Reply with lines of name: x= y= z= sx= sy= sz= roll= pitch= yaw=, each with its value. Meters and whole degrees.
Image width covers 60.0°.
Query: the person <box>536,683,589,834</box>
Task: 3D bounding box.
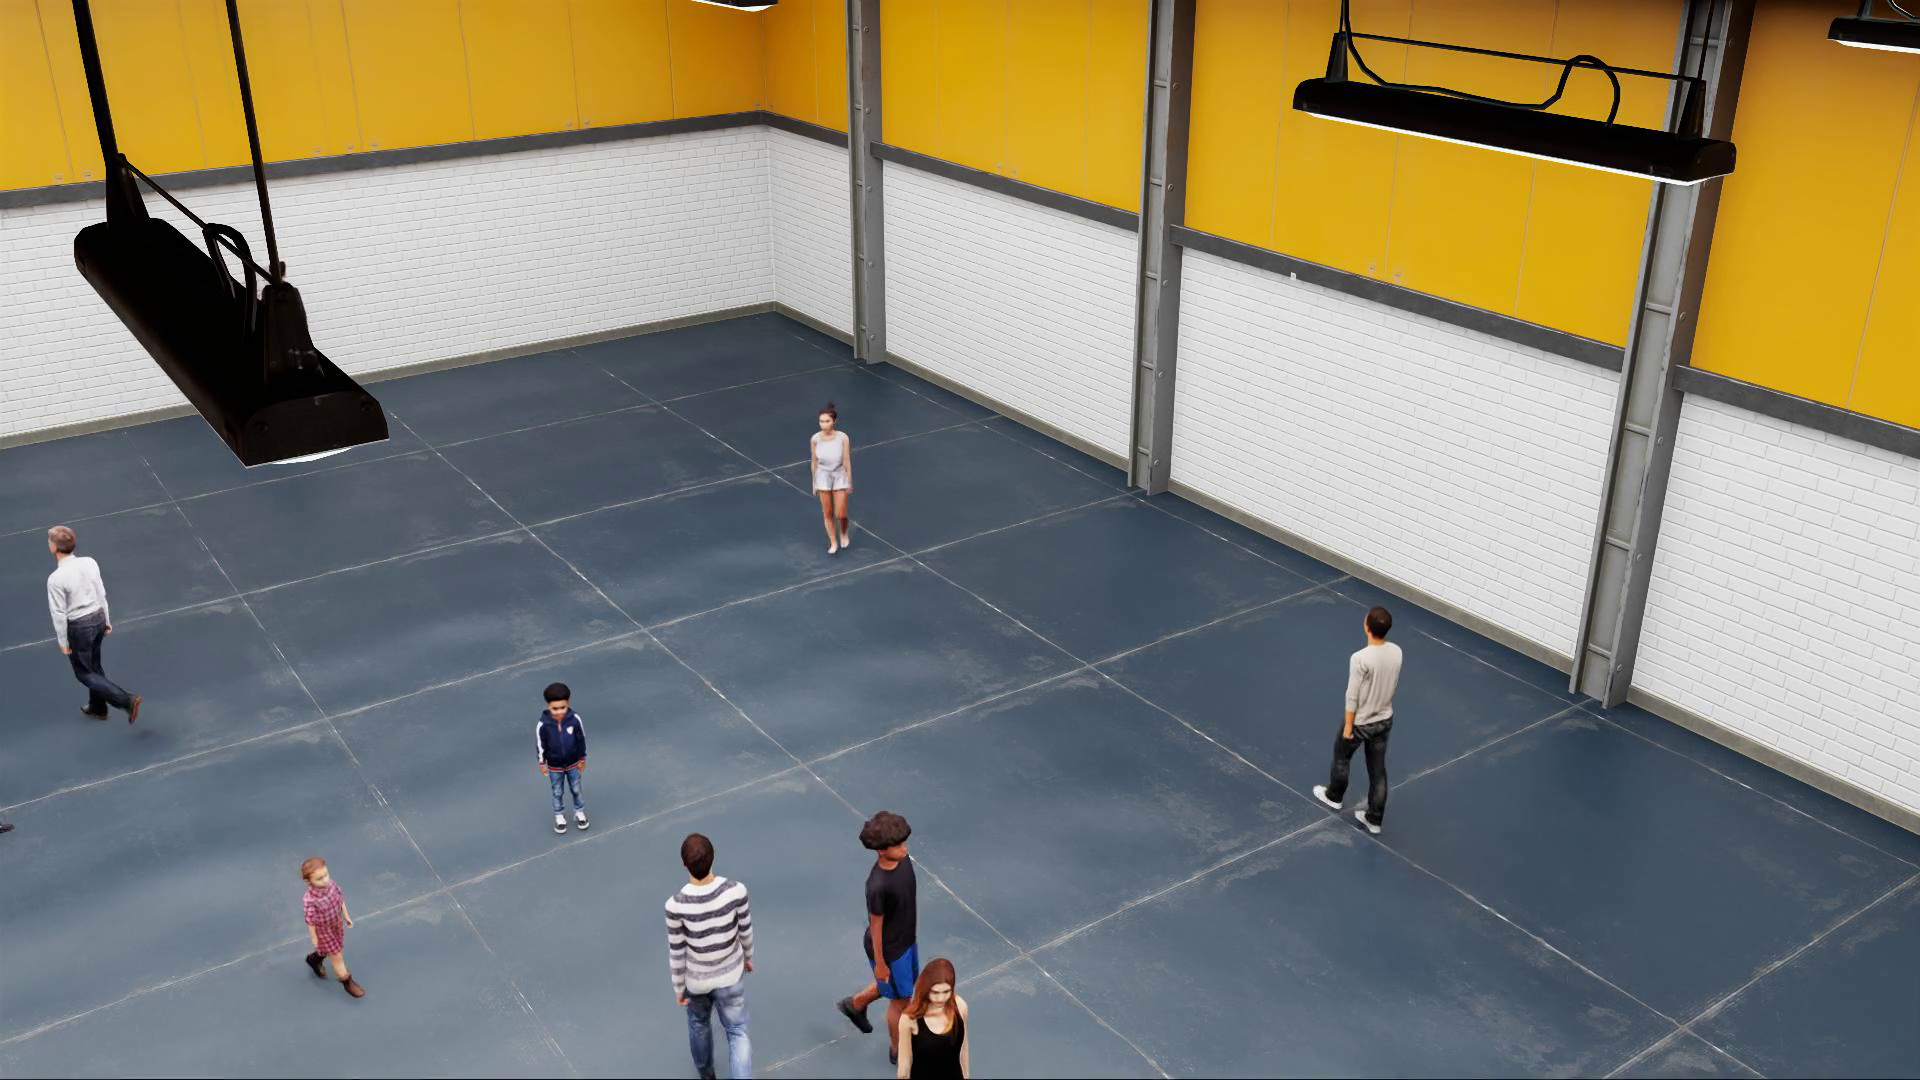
person: x=-2.984 y=1.622 z=12.493 sx=0.569 sy=1.222 sz=0.576 roll=-6 pitch=24 yaw=-13

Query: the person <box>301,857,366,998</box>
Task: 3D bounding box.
person: x=-4.130 y=2.478 z=10.802 sx=0.782 sy=1.007 sz=0.638 roll=11 pitch=26 yaw=23

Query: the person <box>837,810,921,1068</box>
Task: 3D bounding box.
person: x=-0.479 y=2.395 z=10.025 sx=1.009 sy=1.783 sz=0.886 roll=9 pitch=25 yaw=20

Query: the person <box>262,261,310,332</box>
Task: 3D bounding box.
person: x=-8.614 y=-2.628 z=21.340 sx=0.789 sy=1.924 sz=0.818 roll=1 pitch=24 yaw=3

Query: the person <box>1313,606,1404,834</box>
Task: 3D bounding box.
person: x=3.096 y=1.373 z=12.353 sx=0.768 sy=1.791 sz=0.943 roll=-11 pitch=26 yaw=-23

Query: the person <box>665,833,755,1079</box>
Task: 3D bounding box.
person: x=-1.400 y=2.566 z=9.583 sx=0.921 sy=1.823 sz=1.184 roll=-5 pitch=24 yaw=-12

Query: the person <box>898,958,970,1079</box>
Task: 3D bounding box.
person: x=-0.141 y=2.931 z=8.875 sx=0.607 sy=1.721 sz=0.571 roll=-10 pitch=26 yaw=-22

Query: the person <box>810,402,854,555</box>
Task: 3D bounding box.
person: x=-1.298 y=-0.657 z=17.217 sx=0.681 sy=1.614 sz=0.739 roll=3 pitch=24 yaw=7

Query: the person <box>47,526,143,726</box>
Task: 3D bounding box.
person: x=-7.193 y=0.750 z=13.767 sx=1.161 sy=1.800 sz=1.016 roll=9 pitch=25 yaw=19
